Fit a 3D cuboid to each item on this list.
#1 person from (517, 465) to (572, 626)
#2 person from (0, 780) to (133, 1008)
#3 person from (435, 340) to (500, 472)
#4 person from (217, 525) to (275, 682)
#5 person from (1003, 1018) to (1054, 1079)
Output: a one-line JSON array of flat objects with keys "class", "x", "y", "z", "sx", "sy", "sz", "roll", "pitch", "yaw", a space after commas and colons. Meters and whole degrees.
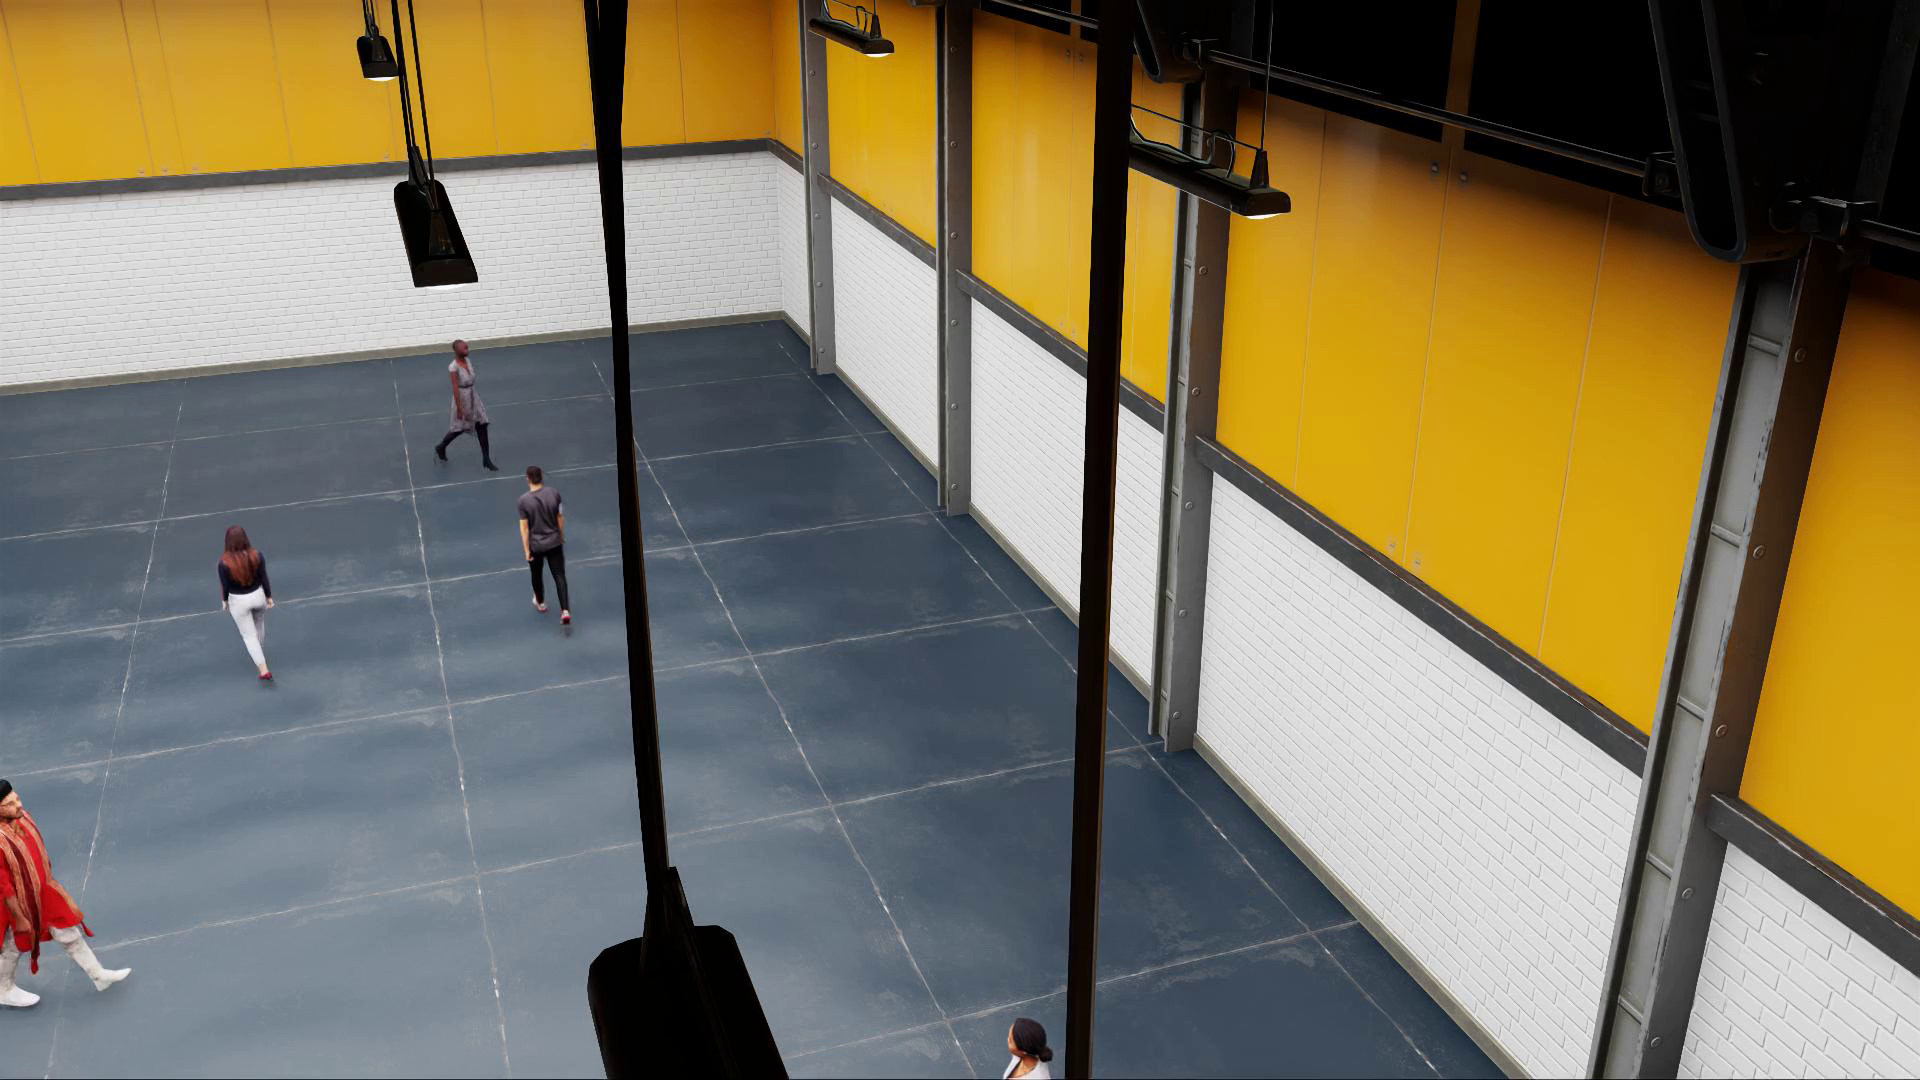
[{"class": "person", "x": -4.334, "y": 0.083, "z": 17.482, "sx": 0.685, "sy": 1.729, "sz": 1.153, "roll": -10, "pitch": 26, "yaw": -22}, {"class": "person", "x": -6.729, "y": 2.527, "z": 11.756, "sx": 1.095, "sy": 1.838, "sz": 1.210, "roll": 2, "pitch": 24, "yaw": 5}, {"class": "person", "x": -6.496, "y": -1.727, "z": 21.588, "sx": 1.124, "sy": 1.757, "sz": 1.151, "roll": 7, "pitch": 25, "yaw": 16}, {"class": "person", "x": -6.997, "y": 0.653, "z": 16.373, "sx": 0.847, "sy": 1.575, "sz": 1.117, "roll": -19, "pitch": 30, "yaw": -37}, {"class": "person", "x": 0.413, "y": 3.491, "z": 9.678, "sx": 0.746, "sy": 1.736, "sz": 0.549, "roll": -3, "pitch": 24, "yaw": -6}]
